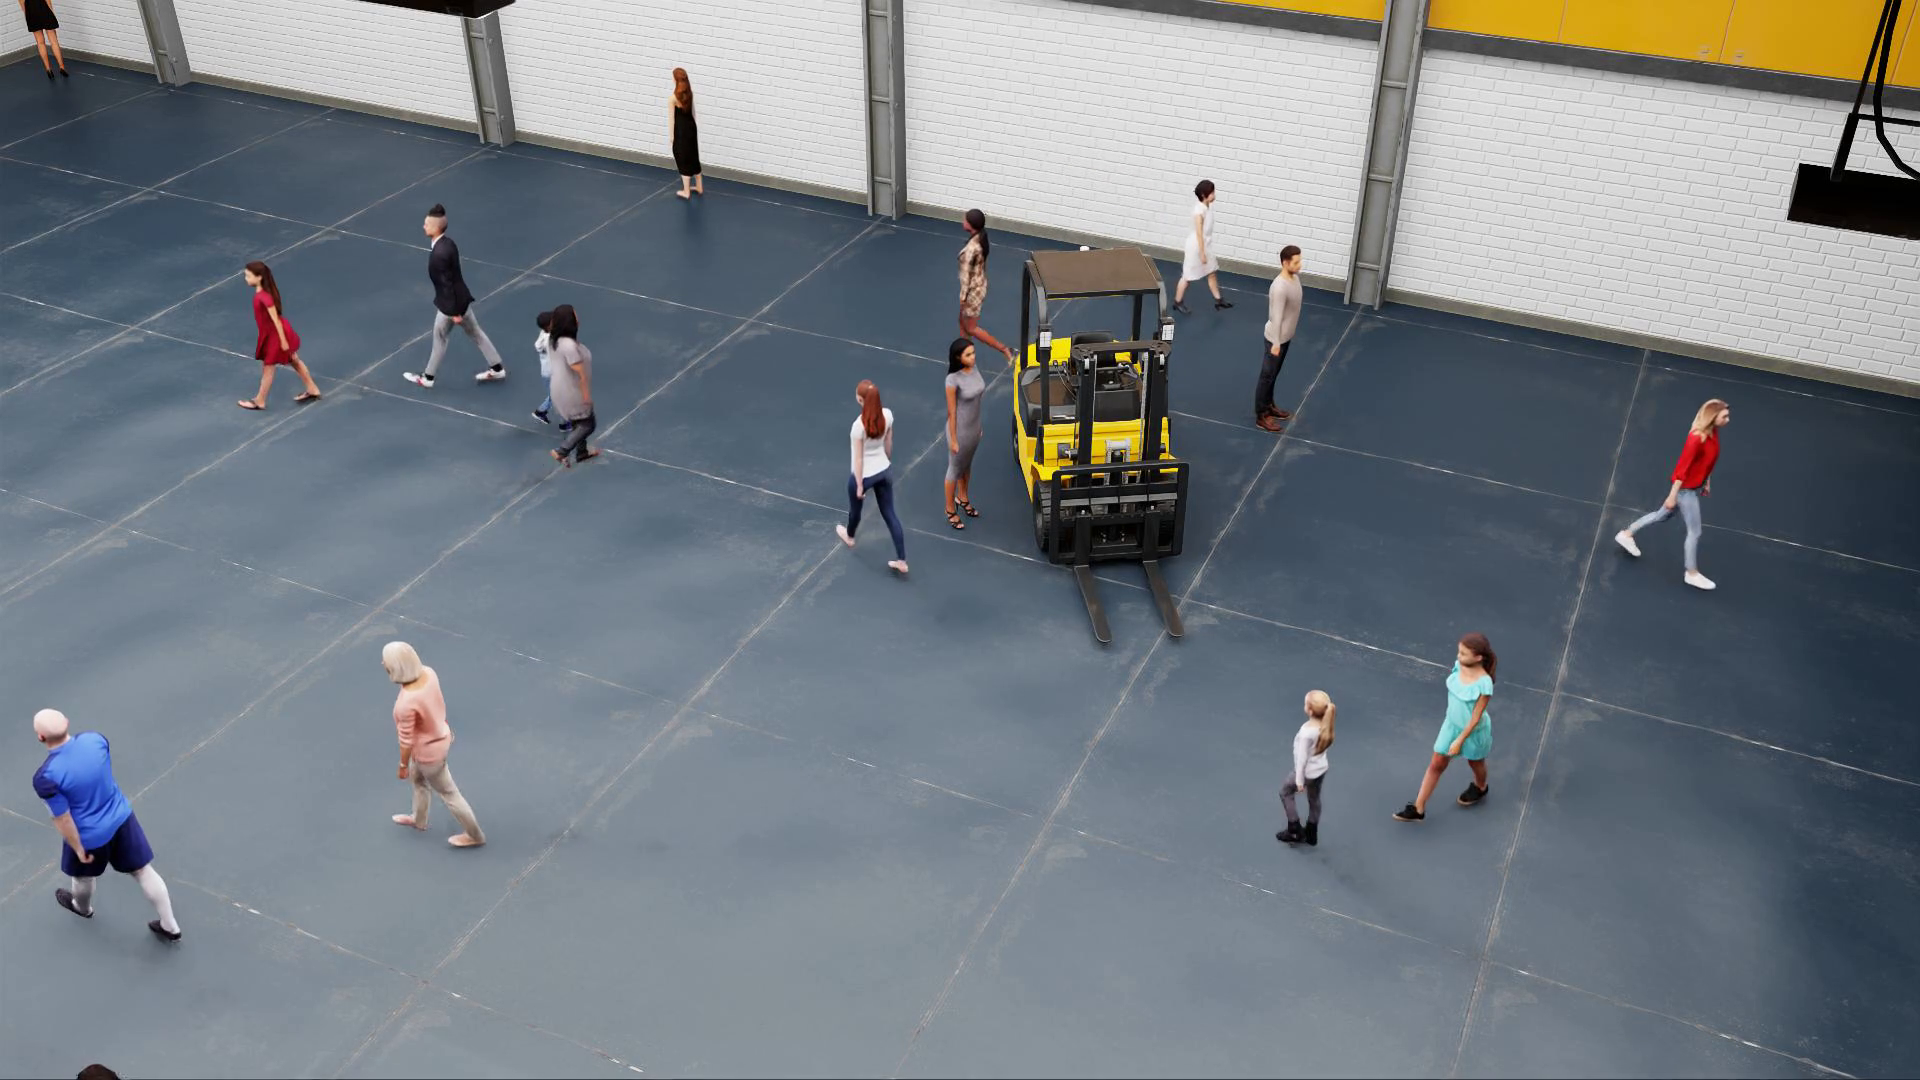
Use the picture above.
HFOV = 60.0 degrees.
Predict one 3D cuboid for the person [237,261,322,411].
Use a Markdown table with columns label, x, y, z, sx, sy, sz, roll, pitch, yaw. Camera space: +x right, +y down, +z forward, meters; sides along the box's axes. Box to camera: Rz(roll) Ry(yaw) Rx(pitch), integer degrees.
| label | x | y | z | sx | sy | sz | roll | pitch | yaw |
| --- | --- | --- | --- | --- | --- | --- | --- | --- | --- |
| person | -6.622 | -2.021 | 16.287 | 1.004 | 1.519 | 0.992 | -15 | 36 | -21 |

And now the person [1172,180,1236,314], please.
| label | x | y | z | sx | sy | sz | roll | pitch | yaw |
| --- | --- | --- | --- | --- | --- | --- | --- | --- | --- |
| person | 2.502 | -3.150 | 17.977 | 0.911 | 1.528 | 0.637 | 9 | 35 | 14 |

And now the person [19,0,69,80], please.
| label | x | y | z | sx | sy | sz | roll | pitch | yaw |
| --- | --- | --- | --- | --- | --- | --- | --- | --- | --- |
| person | -13.639 | -7.755 | 24.629 | 0.662 | 1.834 | 0.719 | -12 | 35 | -17 |

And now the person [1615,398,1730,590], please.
| label | x | y | z | sx | sy | sz | roll | pitch | yaw |
| --- | --- | --- | --- | --- | --- | --- | --- | --- | --- |
| person | 5.939 | -0.445 | 13.786 | 1.202 | 1.662 | 0.846 | 26 | 41 | 33 |

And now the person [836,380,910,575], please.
| label | x | y | z | sx | sy | sz | roll | pitch | yaw |
| --- | --- | --- | --- | --- | --- | --- | --- | --- | --- |
| person | -0.662 | -0.478 | 13.812 | 0.962 | 1.688 | 1.220 | -22 | 40 | -30 |

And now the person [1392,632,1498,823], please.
| label | x | y | z | sx | sy | sz | roll | pitch | yaw |
| --- | --- | --- | --- | --- | --- | --- | --- | --- | --- |
| person | 3.510 | 1.280 | 11.330 | 1.028 | 1.509 | 1.041 | -15 | 36 | -21 |

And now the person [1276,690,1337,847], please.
| label | x | y | z | sx | sy | sz | roll | pitch | yaw |
| --- | --- | --- | --- | --- | --- | --- | --- | --- | --- |
| person | 2.391 | 1.560 | 11.123 | 0.566 | 1.271 | 0.603 | -25 | 41 | -32 |

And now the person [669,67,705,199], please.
| label | x | y | z | sx | sy | sz | roll | pitch | yaw |
| --- | --- | --- | --- | --- | --- | --- | --- | --- | --- |
| person | -3.435 | -5.102 | 20.829 | 0.634 | 1.622 | 0.618 | 25 | 41 | 32 |

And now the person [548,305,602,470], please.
| label | x | y | z | sx | sy | sz | roll | pitch | yaw |
| --- | --- | --- | --- | --- | --- | --- | --- | --- | --- |
| person | -3.625 | -1.367 | 15.237 | 0.898 | 1.593 | 0.854 | -21 | 39 | -28 |

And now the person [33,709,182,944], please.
| label | x | y | z | sx | sy | sz | roll | pitch | yaw |
| --- | --- | --- | --- | --- | --- | --- | --- | --- | --- |
| person | -5.252 | 1.815 | 10.278 | 1.159 | 1.783 | 0.687 | 16 | 37 | 23 |

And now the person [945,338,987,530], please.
| label | x | y | z | sx | sy | sz | roll | pitch | yaw |
| --- | --- | --- | --- | --- | --- | --- | --- | --- | --- |
| person | 0.017 | -0.941 | 14.426 | 0.583 | 1.781 | 0.620 | 22 | 40 | 30 |

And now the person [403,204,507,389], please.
| label | x | y | z | sx | sy | sz | roll | pitch | yaw |
| --- | --- | --- | --- | --- | --- | --- | --- | --- | --- |
| person | -4.925 | -2.384 | 16.492 | 1.330 | 1.896 | 1.146 | -5 | 34 | -7 |

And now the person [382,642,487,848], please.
| label | x | y | z | sx | sy | sz | roll | pitch | yaw |
| --- | --- | --- | --- | --- | --- | --- | --- | --- | --- |
| person | -3.426 | 1.376 | 11.014 | 1.012 | 1.698 | 0.810 | 2 | 34 | 3 |

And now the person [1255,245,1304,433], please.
| label | x | y | z | sx | sy | sz | roll | pitch | yaw |
| --- | --- | --- | --- | --- | --- | --- | --- | --- | --- |
| person | 3.042 | -1.947 | 15.864 | 0.526 | 1.865 | 0.647 | 14 | 36 | 21 |

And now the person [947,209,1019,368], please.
| label | x | y | z | sx | sy | sz | roll | pitch | yaw |
| --- | --- | --- | --- | --- | --- | --- | --- | --- | --- |
| person | 0.207 | -2.452 | 16.704 | 1.019 | 1.774 | 0.692 | 9 | 35 | 13 |

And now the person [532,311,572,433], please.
| label | x | y | z | sx | sy | sz | roll | pitch | yaw |
| --- | --- | --- | --- | --- | --- | --- | --- | --- | --- |
| person | -3.933 | -1.593 | 15.885 | 0.757 | 1.250 | 0.693 | -11 | 35 | -15 |
